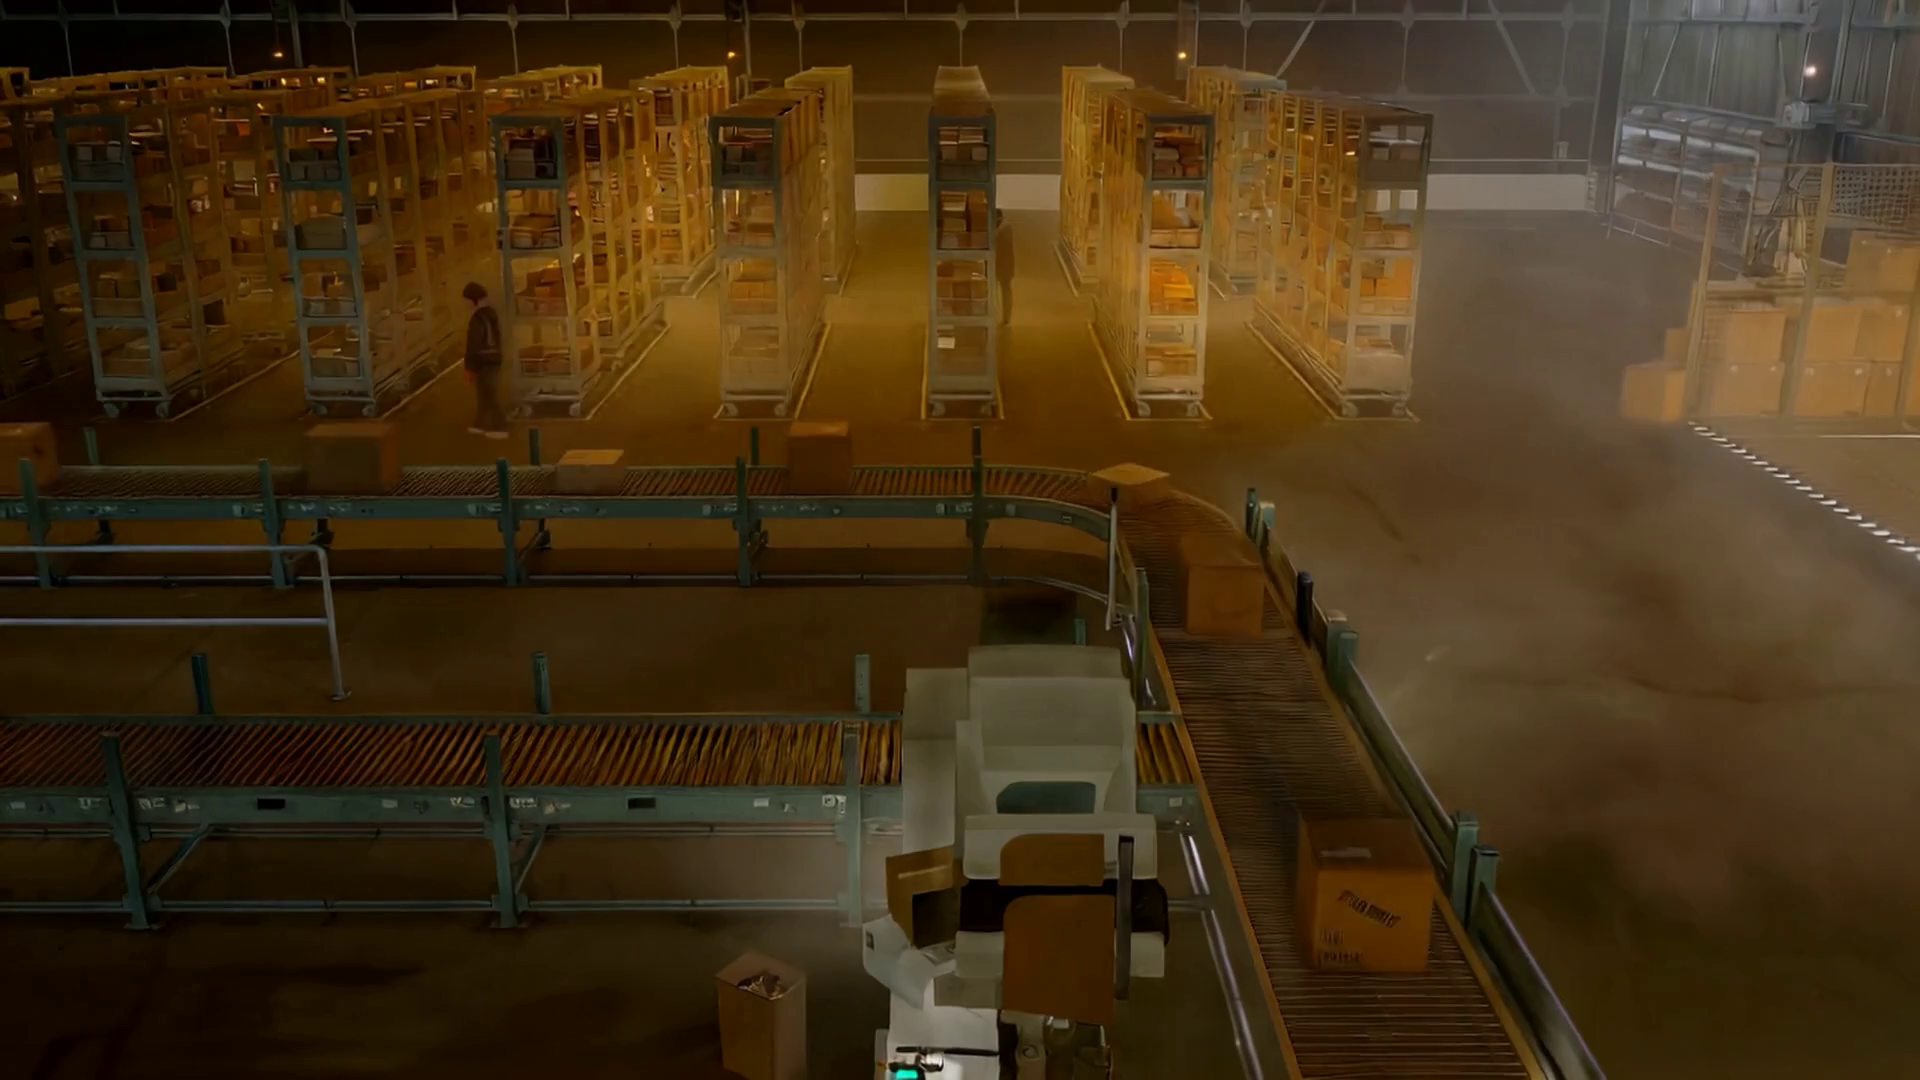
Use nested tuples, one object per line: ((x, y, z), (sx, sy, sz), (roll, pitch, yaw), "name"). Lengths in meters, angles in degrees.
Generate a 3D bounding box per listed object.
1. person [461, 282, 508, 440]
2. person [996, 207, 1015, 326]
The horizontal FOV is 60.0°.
((-5.524, -2.026, 18.942), (0.704, 1.807, 0.627), (2, 18, 6), "person")
((0.597, -4.242, 25.744), (0.572, 1.832, 0.398), (11, 21, 31), "person")
